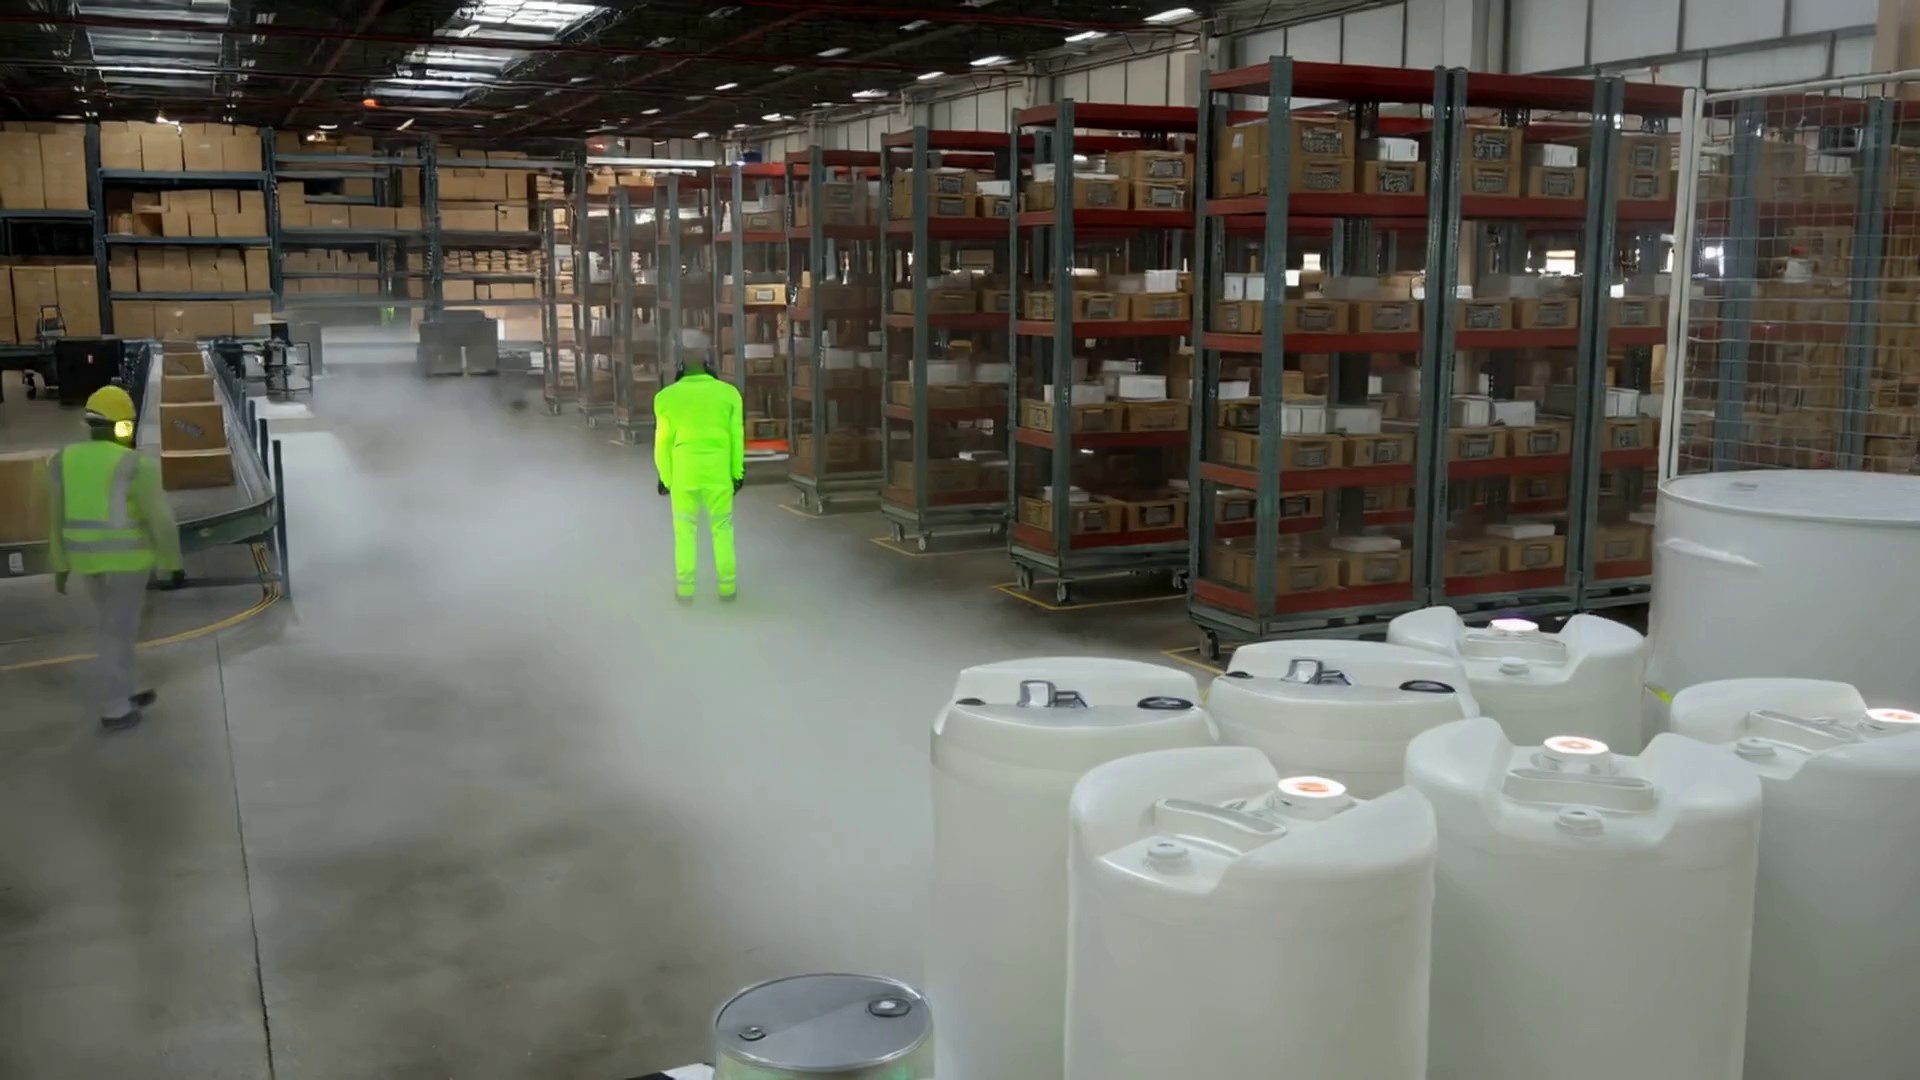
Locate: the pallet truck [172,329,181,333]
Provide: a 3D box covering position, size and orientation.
[{"bbox_3d":[-17.275,-3.851,35.096,1.601,1.201,0.680,0,9,1],"label":"pallet truck"}]

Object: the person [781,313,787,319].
[{"bbox_3d":[-4.674,-5.985,45.957,0.623,1.992,0.397,-6,11,-31],"label":"person"}]

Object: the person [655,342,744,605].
[{"bbox_3d":[-1.886,-0.478,12.065,0.636,1.910,0.405,-2,9,-14],"label":"person"}]

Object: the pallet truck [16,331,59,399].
[{"bbox_3d":[-17.082,-3.353,31.781,1.630,1.274,0.653,-4,10,-25],"label":"pallet truck"}]

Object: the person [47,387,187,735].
[{"bbox_3d":[-4.410,0.089,8.855,0.630,1.803,0.771,2,9,10],"label":"person"}]
